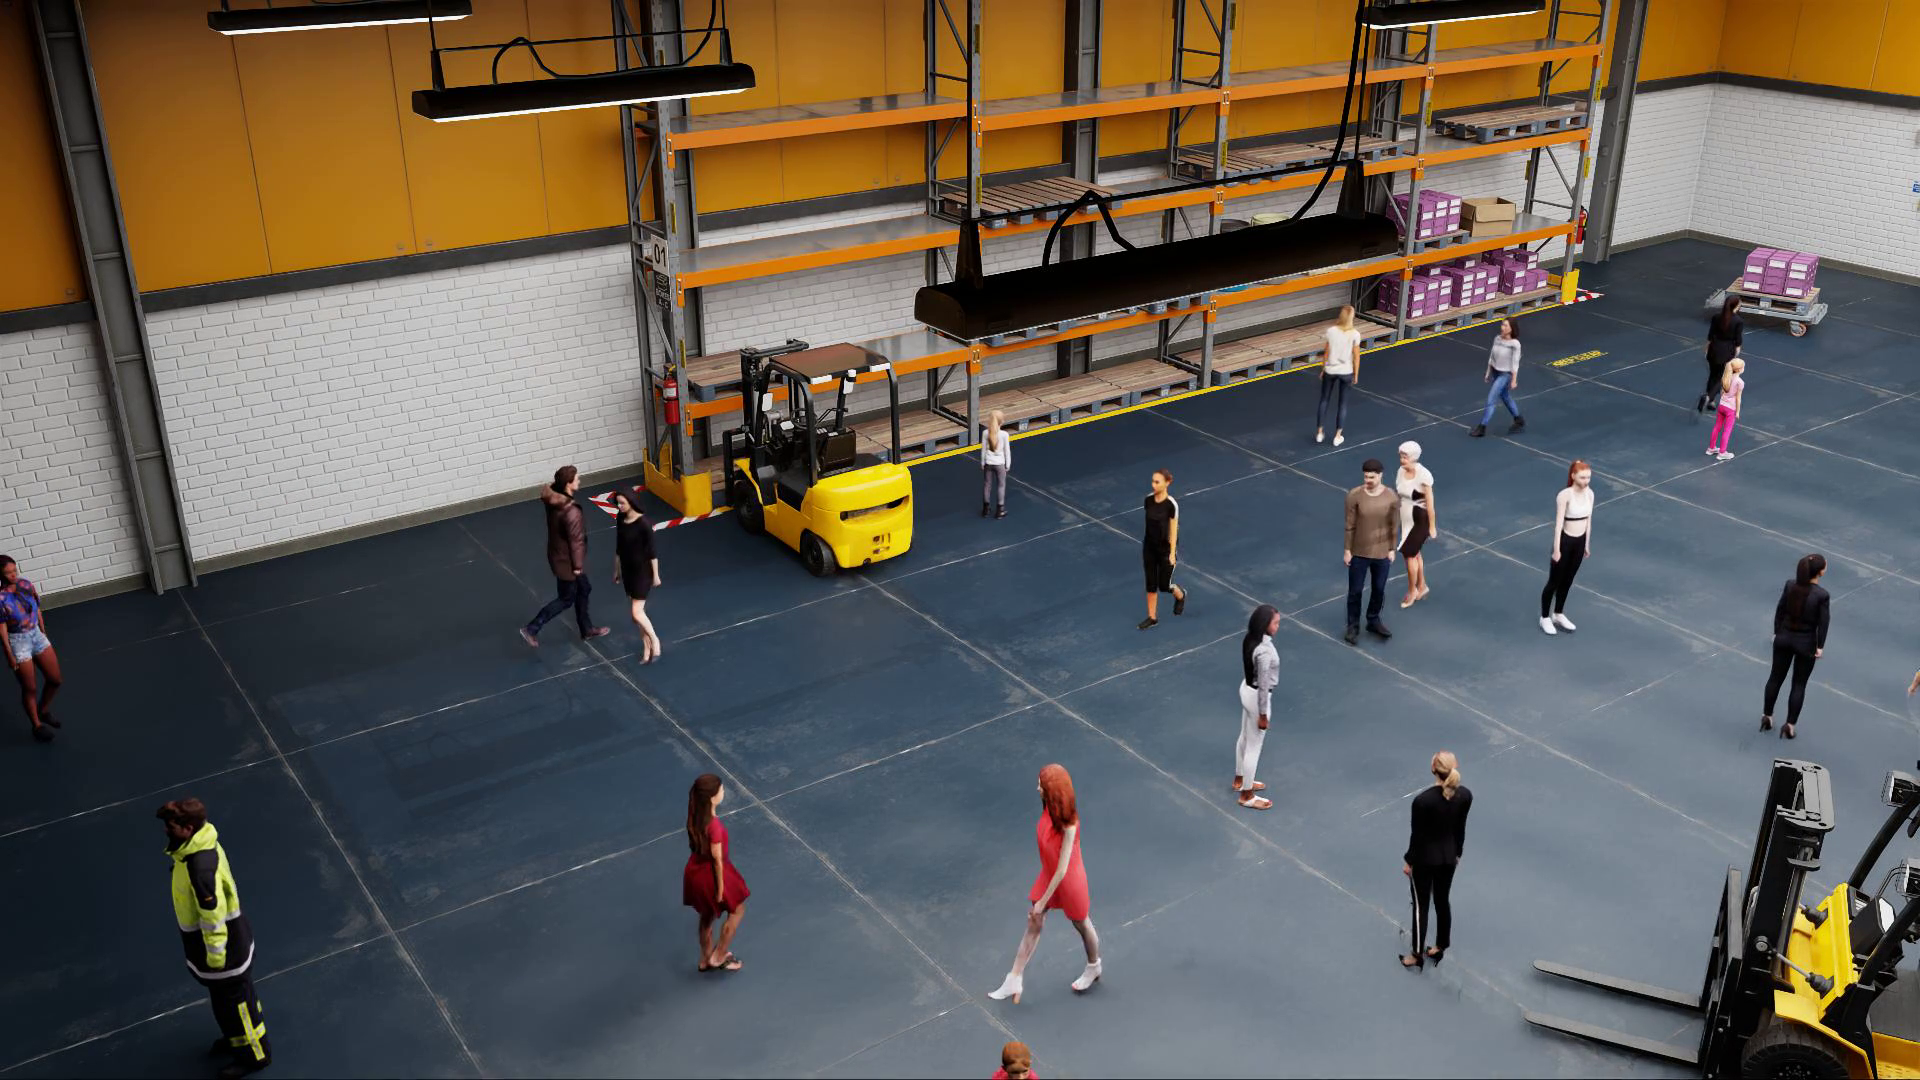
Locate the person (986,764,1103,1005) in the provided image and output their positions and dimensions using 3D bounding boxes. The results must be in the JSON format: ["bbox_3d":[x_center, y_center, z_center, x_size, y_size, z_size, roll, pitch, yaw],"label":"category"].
[{"bbox_3d":[0.769,2.285,11.002,1.133,1.782,0.738,-10,25,-21],"label":"person"}]

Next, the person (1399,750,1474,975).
[{"bbox_3d":[3.226,2.186,11.321,0.575,1.706,0.728,-8,25,-17],"label":"person"}]

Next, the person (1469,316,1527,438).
[{"bbox_3d":[6.987,-2.078,21.221,1.142,1.589,0.844,-7,25,-15],"label":"person"}]

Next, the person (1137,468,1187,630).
[{"bbox_3d":[2.006,0.069,16.221,0.845,1.662,0.653,-20,30,-38],"label":"person"}]

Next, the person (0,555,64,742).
[{"bbox_3d":[-8.038,0.909,14.214,0.774,1.729,0.688,10,26,22],"label":"person"}]

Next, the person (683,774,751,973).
[{"bbox_3d":[-1.752,2.293,11.280,0.644,1.543,0.582,-20,31,-38],"label":"person"}]

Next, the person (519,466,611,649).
[{"bbox_3d":[-3.804,0.198,15.740,1.173,1.809,0.875,-12,26,-25],"label":"person"}]

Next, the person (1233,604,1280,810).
[{"bbox_3d":[2.373,1.304,13.319,0.694,1.723,0.669,0,24,1],"label":"person"}]

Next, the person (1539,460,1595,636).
[{"bbox_3d":[5.899,0.060,16.143,0.527,1.740,0.690,-10,25,-21],"label":"person"}]

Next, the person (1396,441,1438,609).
[{"bbox_3d":[4.643,-0.168,16.686,0.787,1.724,0.756,-11,26,-24],"label":"person"}]

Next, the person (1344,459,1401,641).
[{"bbox_3d":[3.949,0.083,15.917,0.814,1.879,0.889,-1,24,-2],"label":"person"}]

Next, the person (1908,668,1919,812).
[{"bbox_3d":[7.820,1.377,13.198,1.027,1.686,1.164,6,24,14],"label":"person"}]

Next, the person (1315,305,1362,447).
[{"bbox_3d":[4.763,-2.073,20.937,0.695,1.808,0.719,8,25,17],"label":"person"}]

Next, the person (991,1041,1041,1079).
[{"bbox_3d":[0.298,3.320,9.212,0.503,1.318,0.617,-9,25,-19],"label":"person"}]

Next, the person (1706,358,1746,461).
[{"bbox_3d":[9.523,-1.643,20.625,0.552,1.270,0.530,-8,25,-17],"label":"person"}]

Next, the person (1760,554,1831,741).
[{"bbox_3d":[7.172,0.899,14.260,0.480,1.711,0.586,-17,29,-34],"label":"person"}]

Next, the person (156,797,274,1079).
[{"bbox_3d":[-4.639,2.446,10.390,0.663,1.976,0.784,-13,27,-27],"label":"person"}]

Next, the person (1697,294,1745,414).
[{"bbox_3d":[9.976,-2.399,21.889,0.911,1.643,0.607,-17,29,-34],"label":"person"}]

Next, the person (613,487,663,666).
[{"bbox_3d":[-2.933,0.323,15.482,0.674,1.786,0.663,17,29,34],"label":"person"}]

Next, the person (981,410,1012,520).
[{"bbox_3d":[0.391,-0.859,18.824,0.586,1.277,0.637,7,25,15],"label":"person"}]
